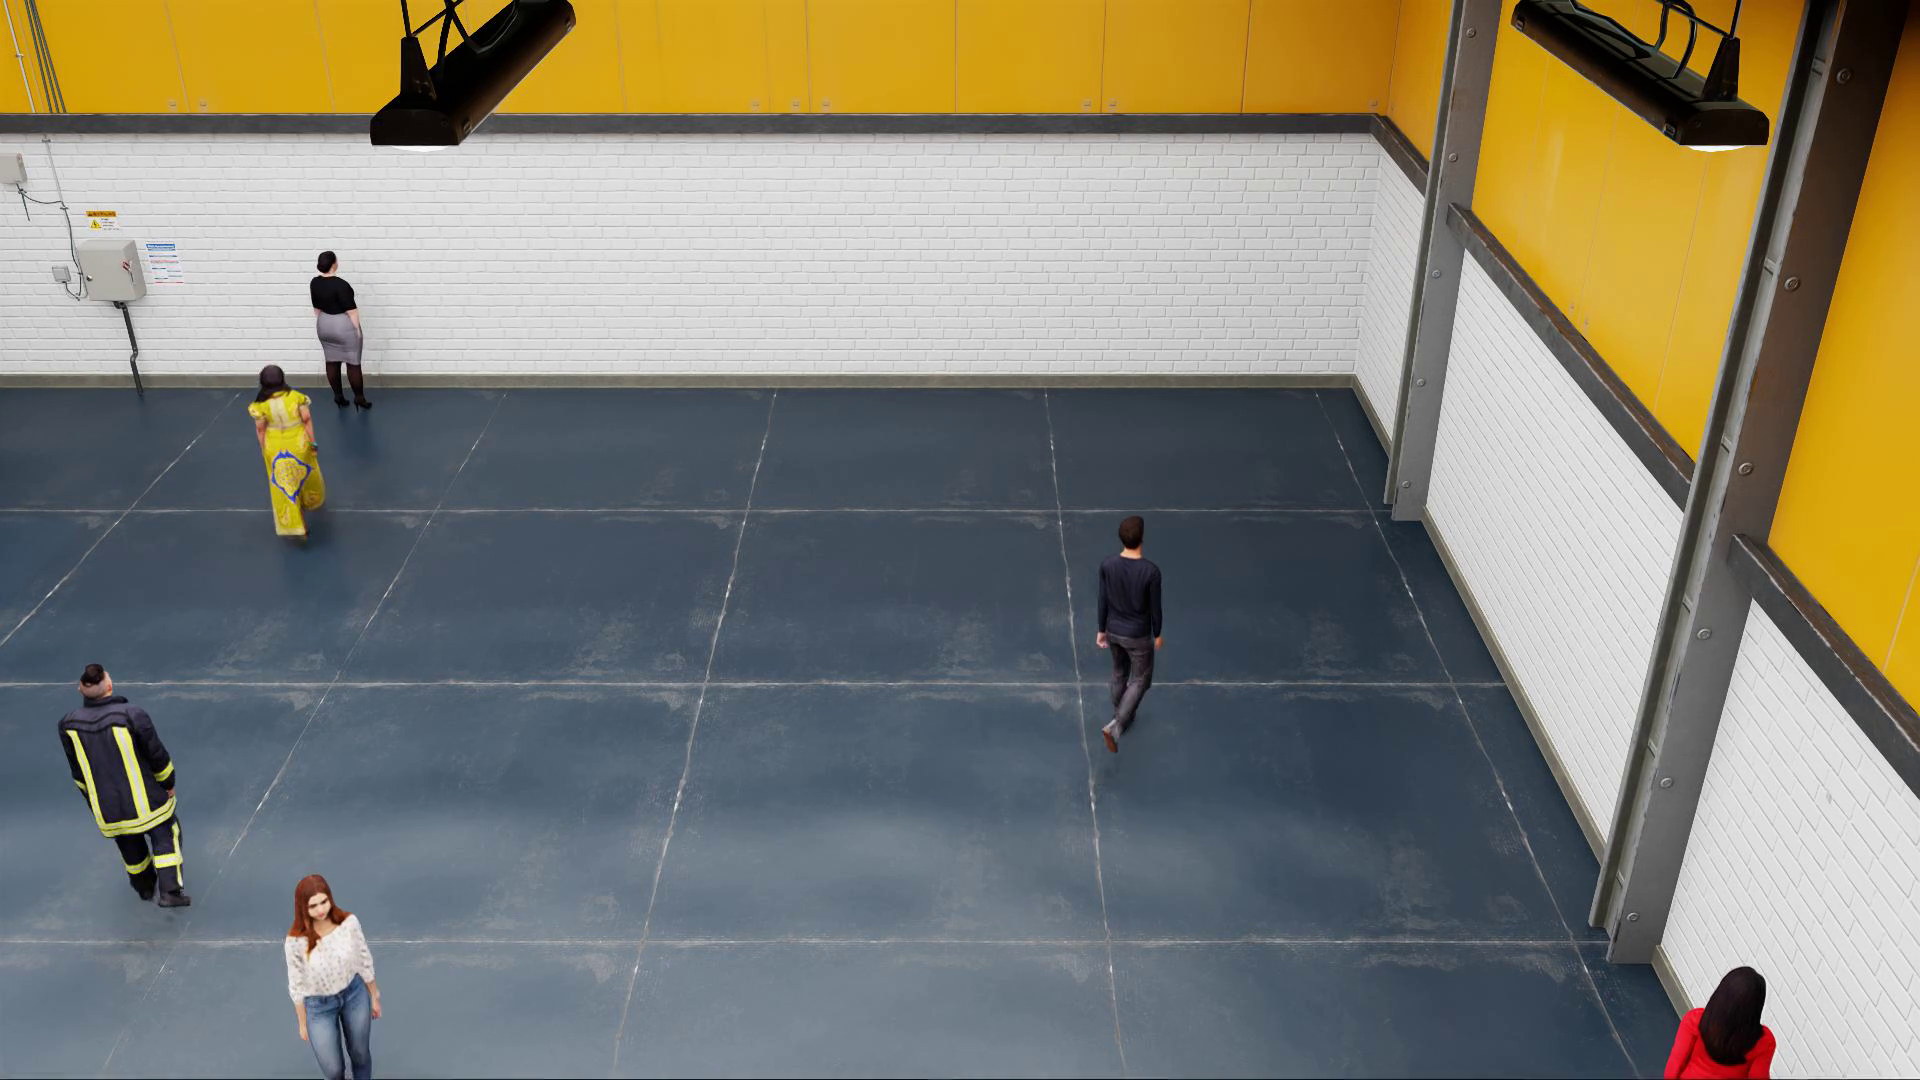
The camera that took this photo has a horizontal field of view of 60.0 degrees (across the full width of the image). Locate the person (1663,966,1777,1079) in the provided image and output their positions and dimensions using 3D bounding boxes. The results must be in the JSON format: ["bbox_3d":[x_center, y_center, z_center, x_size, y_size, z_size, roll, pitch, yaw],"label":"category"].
[{"bbox_3d":[3.789,2.848,8.419,0.713,1.747,0.732,11,31,19],"label":"person"}]

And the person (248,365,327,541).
[{"bbox_3d":[-6.125,-0.769,15.198,1.123,1.607,1.425,-13,31,-23],"label":"person"}]

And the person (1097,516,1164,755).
[{"bbox_3d":[1.214,0.728,12.199,0.927,1.850,1.117,14,32,24],"label":"person"}]

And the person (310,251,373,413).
[{"bbox_3d":[-6.616,-2.222,17.703,0.748,1.758,0.730,9,30,16],"label":"person"}]

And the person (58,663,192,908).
[{"bbox_3d":[-5.338,1.580,10.617,0.827,1.870,0.856,-4,29,-8],"label":"person"}]

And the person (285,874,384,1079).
[{"bbox_3d":[-3.439,2.494,9.094,0.762,1.722,0.822,-19,34,-31],"label":"person"}]
